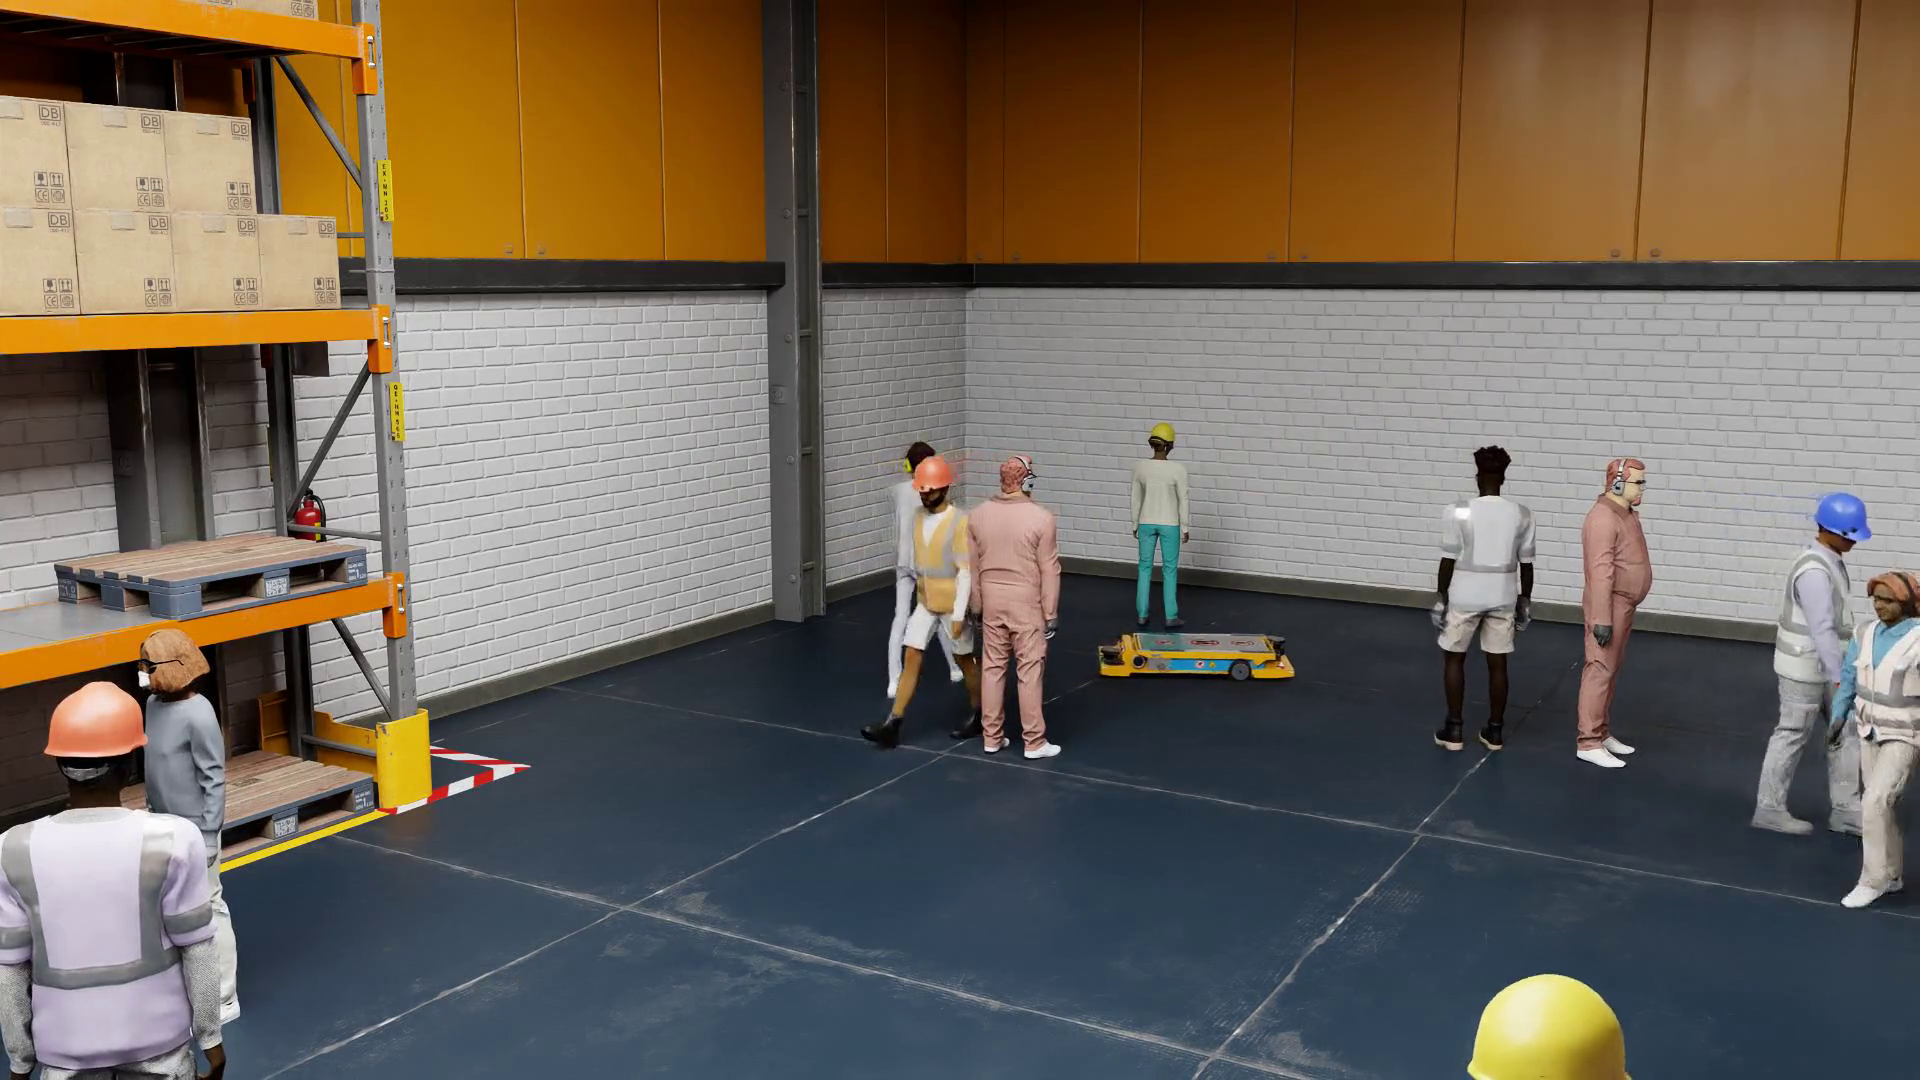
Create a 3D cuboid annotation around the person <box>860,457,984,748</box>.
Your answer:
[{"bbox_3d":[-0.176,0.407,10.592,0.569,1.873,0.993,8,12,42],"label":"person"}]

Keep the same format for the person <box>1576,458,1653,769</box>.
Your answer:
[{"bbox_3d":[4.061,0.439,10.308,0.404,1.904,0.652,5,11,31],"label":"person"}]

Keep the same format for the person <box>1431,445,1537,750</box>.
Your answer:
[{"bbox_3d":[3.311,0.380,10.551,0.636,1.959,0.397,0,9,-3],"label":"person"}]

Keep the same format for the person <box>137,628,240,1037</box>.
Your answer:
[{"bbox_3d":[-3.114,1.157,6.668,0.507,1.632,0.273,7,12,39],"label":"person"}]

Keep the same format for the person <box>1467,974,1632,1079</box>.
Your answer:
[{"bbox_3d":[0.902,1.646,2.755,0.418,1.917,0.625,-7,11,-36],"label":"person"}]

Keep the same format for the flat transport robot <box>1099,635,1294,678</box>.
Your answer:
[{"bbox_3d":[1.782,0.874,12.669,1.431,0.197,0.652,1,9,3],"label":"flat transport robot"}]

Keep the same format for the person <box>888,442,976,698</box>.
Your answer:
[{"bbox_3d":[-0.262,0.194,12.108,0.496,1.820,0.917,5,11,30],"label":"person"}]

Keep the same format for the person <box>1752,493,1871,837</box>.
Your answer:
[{"bbox_3d":[4.627,0.688,8.790,0.783,1.892,0.629,7,12,38],"label":"person"}]

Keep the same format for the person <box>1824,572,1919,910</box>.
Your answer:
[{"bbox_3d":[4.369,0.956,7.950,0.607,1.619,0.536,-2,9,-13],"label":"person"}]

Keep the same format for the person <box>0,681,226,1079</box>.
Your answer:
[{"bbox_3d":[-2.312,1.342,4.565,0.553,1.935,0.363,-3,9,-15],"label":"person"}]

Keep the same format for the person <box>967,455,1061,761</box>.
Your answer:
[{"bbox_3d":[0.354,0.419,10.419,0.643,1.910,0.400,6,11,33],"label":"person"}]

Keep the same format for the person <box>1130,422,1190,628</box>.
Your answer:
[{"bbox_3d":[1.718,-0.126,14.260,0.533,1.768,0.310,4,10,26],"label":"person"}]
